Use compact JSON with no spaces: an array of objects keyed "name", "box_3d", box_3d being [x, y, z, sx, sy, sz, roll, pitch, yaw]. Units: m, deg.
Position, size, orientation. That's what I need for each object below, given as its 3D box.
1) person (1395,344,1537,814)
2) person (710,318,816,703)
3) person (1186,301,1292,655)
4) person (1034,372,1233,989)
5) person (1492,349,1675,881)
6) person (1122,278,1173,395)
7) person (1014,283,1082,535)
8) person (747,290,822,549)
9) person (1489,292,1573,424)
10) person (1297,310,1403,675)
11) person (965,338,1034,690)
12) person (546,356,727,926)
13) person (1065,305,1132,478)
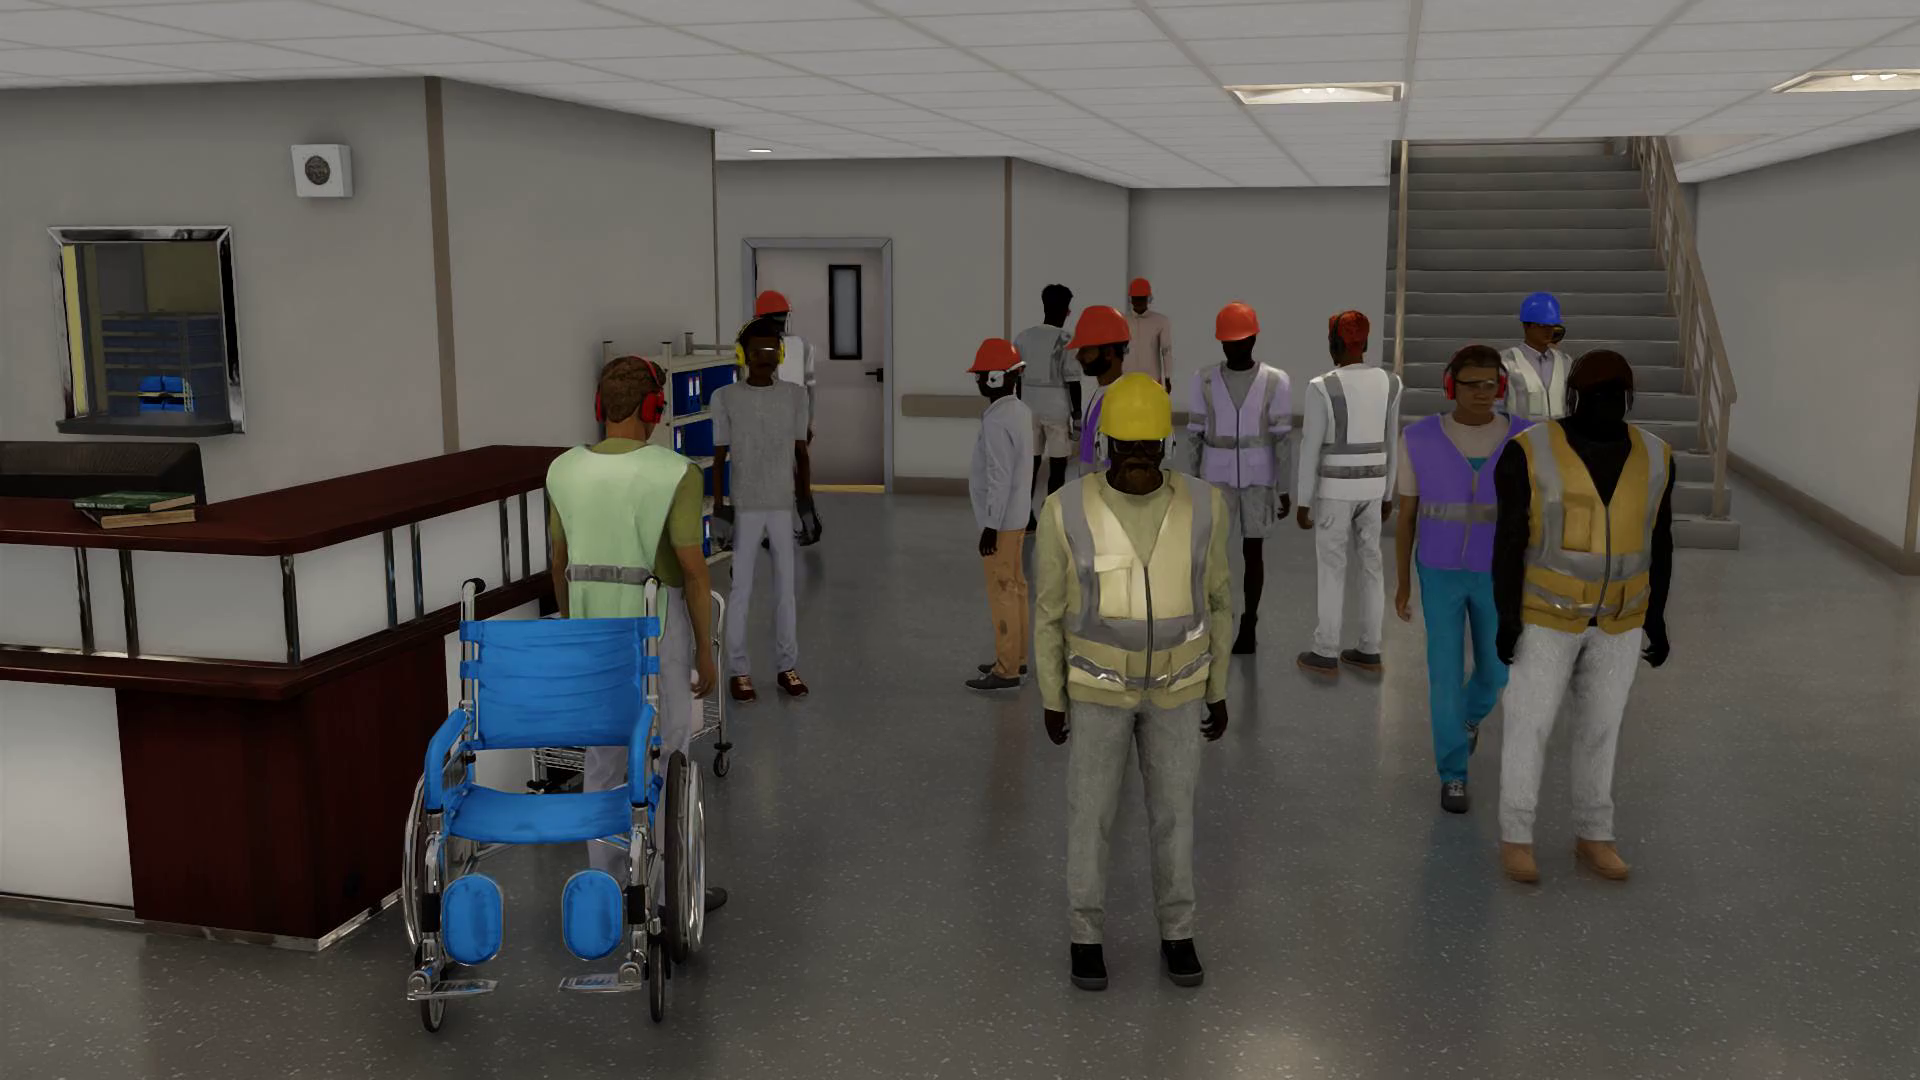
[{"name":"person","box_3d":[2.013,0.125,6.639,0.589,1.818,0.678,1,10,9]},{"name":"person","box_3d":[-0.952,-0.143,8.090,0.512,1.862,0.324,-4,10,-23]},{"name":"person","box_3d":[1.500,-0.323,8.975,0.580,1.915,0.435,2,10,14]},{"name":"person","box_3d":[0.513,0.419,4.898,0.587,1.825,0.403,-1,10,-5]},{"name":"person","box_3d":[2.145,0.264,5.748,0.631,1.842,0.430,0,10,-1]},{"name":"person","box_3d":[1.851,-1.687,16.901,0.616,1.949,0.971,2,10,9]},{"name":"person","box_3d":[0.683,-0.983,12.758,0.620,1.952,0.383,8,12,38]},{"name":"person","box_3d":[-1.308,-0.855,12.119,0.546,1.915,0.463,-9,13,-43]},{"name":"person","box_3d":[3.377,-0.492,9.880,0.612,1.946,0.405,-4,10,-21]},{"name":"person","box_3d":[1.994,-0.238,8.589,0.579,1.882,0.364,-4,10,-21]},{"name":"person","box_3d":[0.189,-0.128,8.307,0.333,1.749,0.574,2,10,13]},{"name":"person","box_3d":[-1.050,0.334,5.347,0.564,1.838,0.390,4,10,20]},{"name":"person","box_3d":[0.669,-0.114,7.696,0.379,1.932,0.552,-1,10,-7]}]
